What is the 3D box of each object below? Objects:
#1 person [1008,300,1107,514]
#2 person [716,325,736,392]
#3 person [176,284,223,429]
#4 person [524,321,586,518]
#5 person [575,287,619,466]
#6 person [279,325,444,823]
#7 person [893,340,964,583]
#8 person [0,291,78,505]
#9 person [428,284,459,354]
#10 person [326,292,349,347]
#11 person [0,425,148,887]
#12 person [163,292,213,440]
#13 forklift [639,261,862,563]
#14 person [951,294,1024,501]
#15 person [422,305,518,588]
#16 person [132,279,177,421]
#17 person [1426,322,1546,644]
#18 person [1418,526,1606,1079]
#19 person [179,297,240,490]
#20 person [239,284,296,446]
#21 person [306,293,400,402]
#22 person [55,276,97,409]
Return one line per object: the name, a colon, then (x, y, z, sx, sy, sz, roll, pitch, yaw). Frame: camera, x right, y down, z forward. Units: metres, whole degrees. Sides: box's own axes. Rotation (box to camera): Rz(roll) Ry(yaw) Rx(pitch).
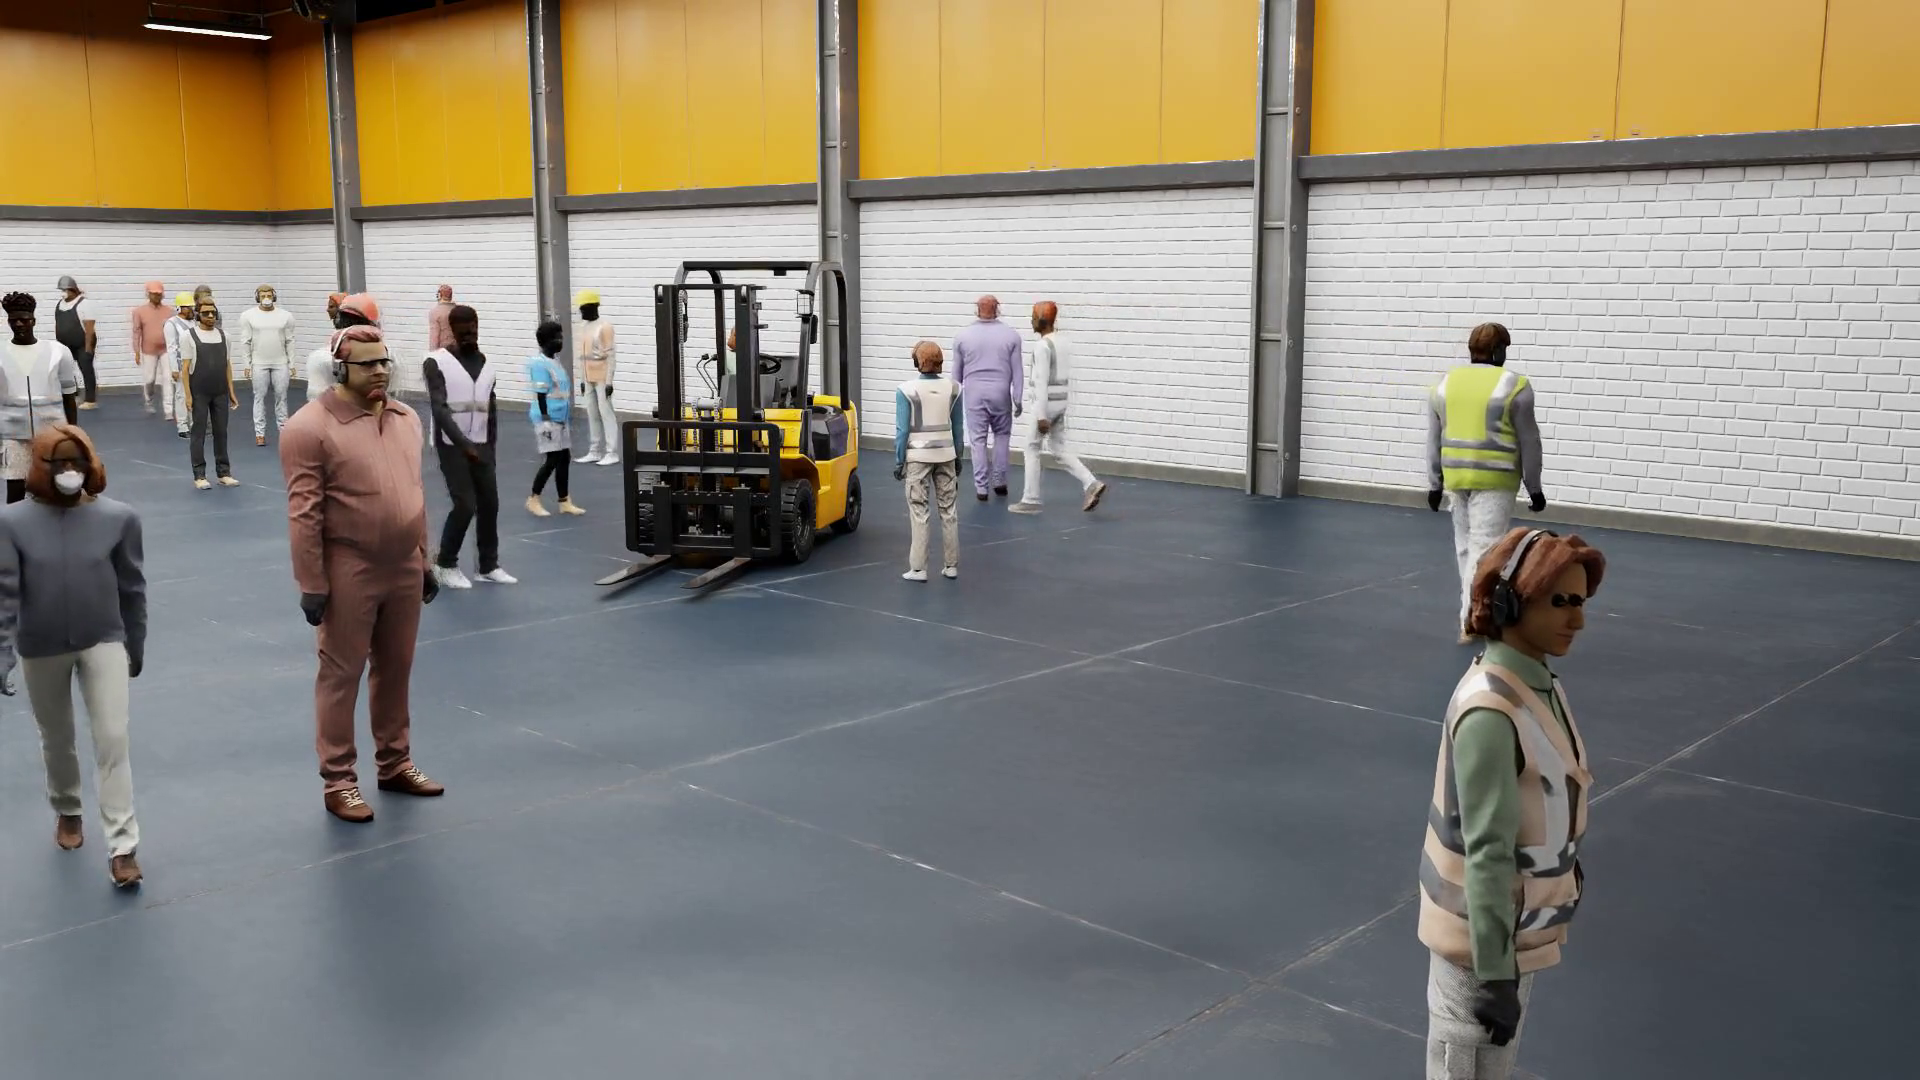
person: (0.831, -1.128, 14.313, 0.782, 1.861, 0.577, 5, 11, 28)
person: (-2.027, -1.191, 15.361, 0.497, 1.633, 0.278, -9, 13, -43)
person: (-9.998, -2.412, 21.976, 0.487, 1.915, 0.647, 5, 11, 30)
person: (-3.459, -1.018, 14.220, 0.512, 1.672, 0.566, 1, 9, 8)
person: (-3.944, -1.767, 17.994, 0.386, 1.924, 0.593, -9, 13, -43)
person: (-2.292, 0.120, 6.489, 0.403, 1.906, 0.652, 5, 11, 28)
person: (-0.207, -0.529, 11.286, 0.523, 1.638, 0.310, -5, 10, -27)
person: (-6.546, -0.765, 11.727, 0.614, 1.963, 0.362, -5, 11, -30)
person: (-7.050, -2.548, 22.845, 0.406, 1.906, 0.654, 6, 11, 31)
person: (-6.224, -1.558, 16.851, 0.355, 1.883, 0.574, -6, 11, -33)
person: (-3.119, 0.385, 5.851, 0.502, 1.589, 0.870, -5, 11, -29)
person: (-9.616, -2.169, 20.744, 0.404, 1.832, 0.600, 2, 10, 13)
forklift: (-1.552, -1.040, 12.721, 1.214, 2.155, 2.313, 2, 9, 11)
person: (0.255, -1.328, 15.427, 0.671, 1.878, 0.776, 0, 9, 3)
person: (-3.246, -0.604, 10.980, 0.553, 1.889, 0.598, 6, 11, 31)
person: (-11.304, -2.675, 23.406, 0.627, 1.978, 0.746, -6, 11, -34)
person: (3.044, -0.328, 9.546, 0.599, 1.837, 0.637, -7, 12, -37)
person: (1.047, 0.786, 3.234, 0.314, 1.636, 0.515, 4, 10, 25)
person: (-7.251, -1.415, 16.081, 0.343, 1.847, 0.507, 7, 12, 38)
person: (-8.298, -2.099, 19.997, 0.632, 1.940, 0.372, -6, 11, -32)
person: (-3.895, -0.583, 10.682, 0.638, 1.974, 0.969, -8, 12, -39)
person: (-13.361, -2.983, 25.103, 0.699, 2.000, 0.538, 2, 9, 13)
